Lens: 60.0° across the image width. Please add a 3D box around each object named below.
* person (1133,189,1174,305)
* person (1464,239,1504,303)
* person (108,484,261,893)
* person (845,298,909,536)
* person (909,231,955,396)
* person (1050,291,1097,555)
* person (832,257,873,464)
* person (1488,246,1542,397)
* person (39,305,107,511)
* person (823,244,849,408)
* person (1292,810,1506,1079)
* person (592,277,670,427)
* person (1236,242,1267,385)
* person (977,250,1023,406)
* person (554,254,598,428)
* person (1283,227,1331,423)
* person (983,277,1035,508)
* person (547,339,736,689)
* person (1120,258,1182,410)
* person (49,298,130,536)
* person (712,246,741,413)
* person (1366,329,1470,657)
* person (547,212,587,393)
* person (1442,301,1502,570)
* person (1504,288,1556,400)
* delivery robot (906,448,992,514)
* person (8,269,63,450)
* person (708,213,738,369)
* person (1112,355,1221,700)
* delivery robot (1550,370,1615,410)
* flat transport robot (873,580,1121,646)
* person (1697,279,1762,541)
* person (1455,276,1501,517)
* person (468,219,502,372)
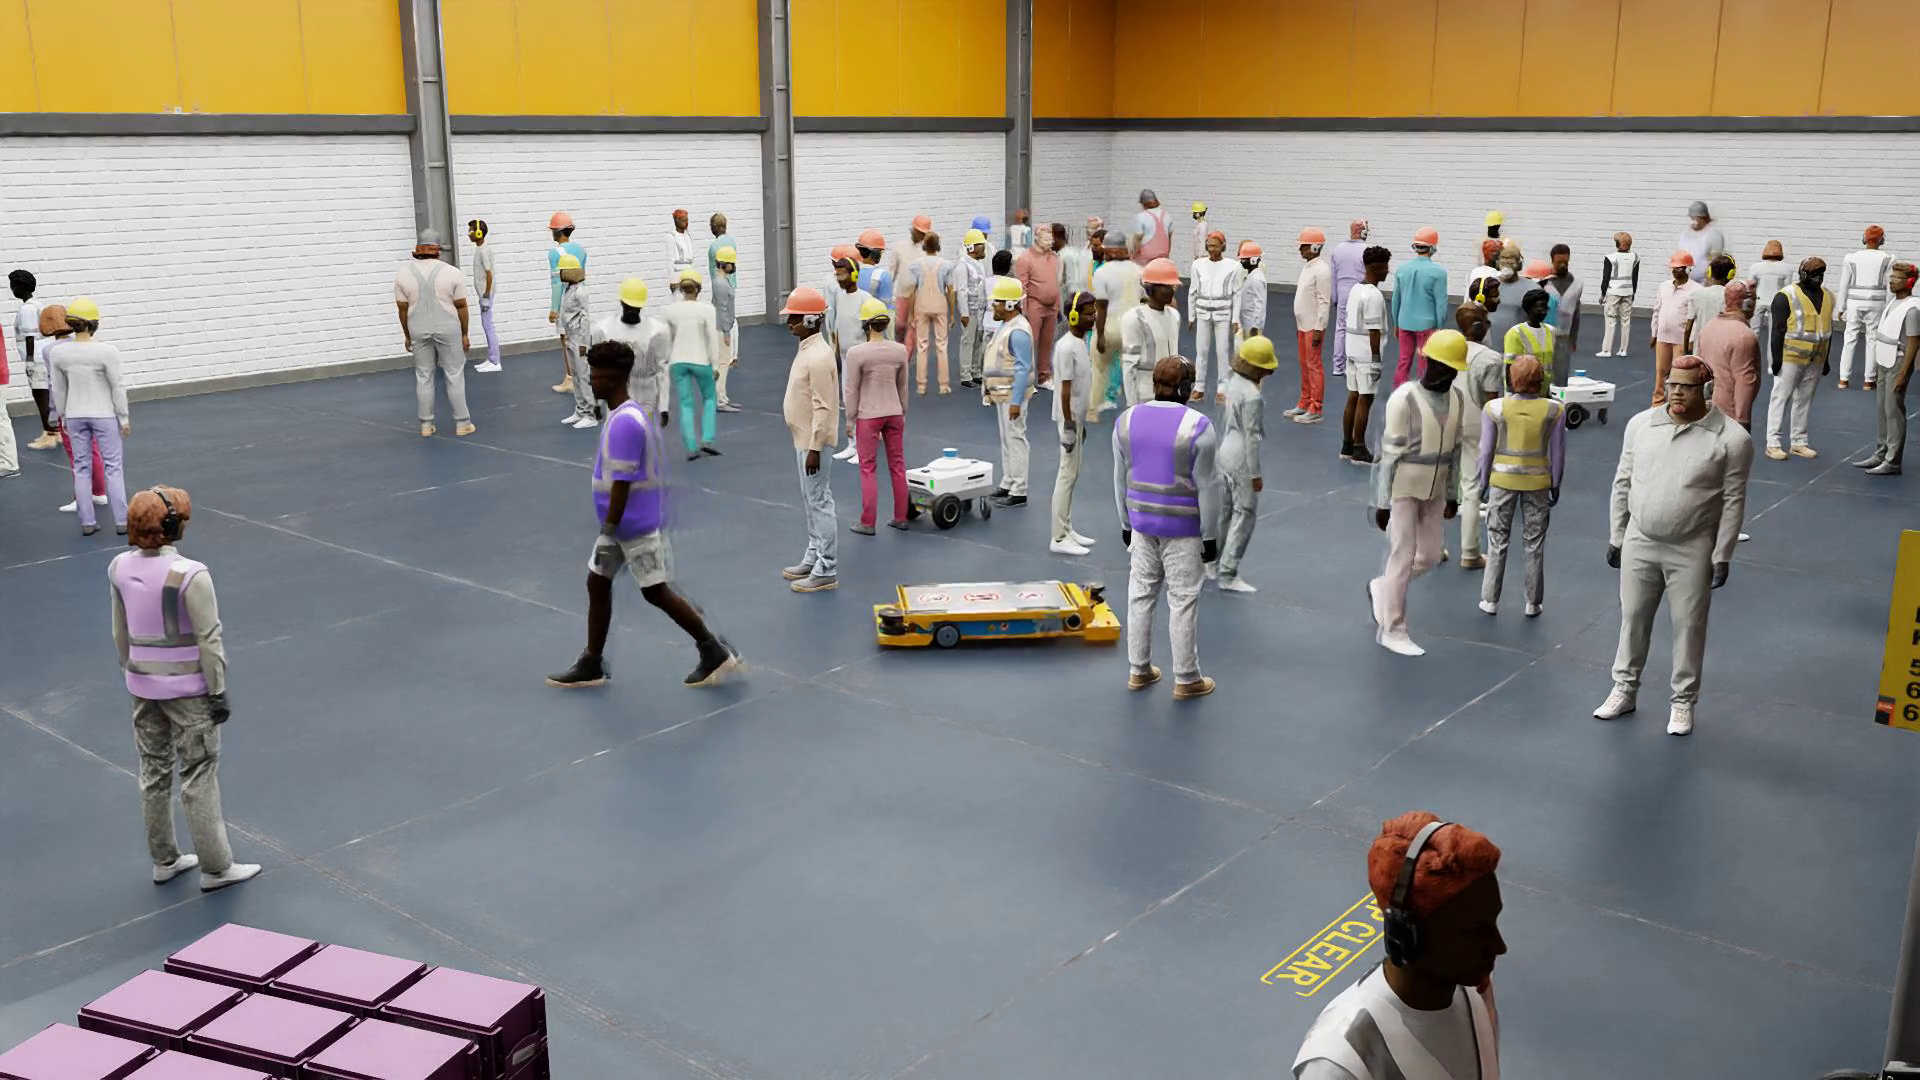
[{"bbox_3d":[3.037,-4.538,26.307,0.780,2.000,0.542,-8,16,-29],"label":"person"},{"bbox_3d":[5.345,-2.116,16.951,0.357,1.881,0.574,-5,15,-18],"label":"person"},{"bbox_3d":[-3.118,0.596,6.604,0.514,1.641,0.315,6,15,21],"label":"person"},{"bbox_3d":[-0.627,-0.919,12.429,0.521,1.758,0.350,-9,17,-32],"label":"person"},{"bbox_3d":[-0.317,-2.540,18.721,0.520,1.843,0.331,1,14,3],"label":"person"},{"bbox_3d":[0.816,-0.837,11.869,0.309,1.868,0.535,3,14,13],"label":"person"},{"bbox_3d":[-0.970,-1.624,15.046,0.338,1.858,0.522,-12,18,-39],"label":"person"},{"bbox_3d":[4.965,-1.711,15.220,0.635,1.936,0.358,6,15,22],"label":"person"},{"bbox_3d":[-7.033,-1.041,13.157,0.280,1.632,0.501,1,14,6],"label":"person"},{"bbox_3d":[-1.272,-2.315,18.002,0.327,1.753,0.562,-7,16,-28],"label":"person"},{"bbox_3d":[0.788,1.381,2.976,0.355,1.882,0.576,11,18,36],"label":"person"},{"bbox_3d":[-2.521,-1.093,12.827,0.607,1.893,0.607,-2,14,-7],"label":"person"},{"bbox_3d":[3.192,-2.404,18.367,0.347,1.746,0.572,0,14,0],"label":"person"},{"bbox_3d":[0.445,-2.275,17.960,0.540,1.695,0.317,9,16,31],"label":"person"},{"bbox_3d":[-3.894,-2.008,16.800,0.318,1.742,0.492,-9,16,-31],"label":"person"},{"bbox_3d":[3.584,-2.201,17.063,0.388,1.992,0.625,-1,14,-6],"label":"person"},{"bbox_3d":[0.390,-1.171,13.273,0.404,1.834,0.591,-2,14,-9],"label":"person"},{"bbox_3d":[-1.717,-0.121,8.912,0.984,1.927,0.618,-4,15,-15],"label":"person"},{"bbox_3d":[1.464,-1.088,12.513,0.605,2.047,0.377,-13,19,-43],"label":"person"},{"bbox_3d":[-6.429,-0.905,12.347,0.526,1.768,0.331,0,14,0],"label":"person"},{"bbox_3d":[-2.487,-2.234,17.683,0.345,1.758,0.532,-2,14,-9],"label":"person"},{"bbox_3d":[2.615,-0.297,9.663,0.655,1.894,0.622,-7,16,-26],"label":"person"},{"bbox_3d":[-4.491,-2.701,18.962,0.374,2.044,0.605,5,15,20],"label":"person"},{"bbox_3d":[3.446,-0.712,11.425,0.505,1.842,0.345,12,18,39],"label":"person"},{"bbox_3d":[4.718,-1.238,13.817,0.540,1.695,0.317,-8,16,-28],"label":"person"},{"bbox_3d":[-0.079,-0.466,12.859,0.707,0.478,0.477,-14,20,-43],"label":"delivery robot"},{"bbox_3d":[-8.721,-1.707,15.713,0.321,1.685,0.542,-5,15,-19],"label":"person"},{"bbox_3d":[-2.973,-3.108,20.802,0.357,1.936,0.637,2,14,9],"label":"person"},{"bbox_3d":[1.116,-0.066,8.856,0.622,1.838,0.429,11,18,37],"label":"person"},{"bbox_3d":[6.302,-1.485,16.931,0.707,0.478,0.477,-5,15,-19],"label":"delivery robot"},{"bbox_3d":[0.208,0.431,10.038,1.431,0.197,0.652,-1,14,-6],"label":"flat transport robot"},{"bbox_3d":[5.673,-0.959,12.269,0.402,1.910,0.652,-1,14,-3],"label":"person"},{"bbox_3d":[4.037,-1.122,13.003,0.321,1.871,0.532,4,15,17],"label":"person"},{"bbox_3d":[-5.898,-3.018,20.582,0.313,1.869,0.539,-5,15,-19],"label":"person"}]
